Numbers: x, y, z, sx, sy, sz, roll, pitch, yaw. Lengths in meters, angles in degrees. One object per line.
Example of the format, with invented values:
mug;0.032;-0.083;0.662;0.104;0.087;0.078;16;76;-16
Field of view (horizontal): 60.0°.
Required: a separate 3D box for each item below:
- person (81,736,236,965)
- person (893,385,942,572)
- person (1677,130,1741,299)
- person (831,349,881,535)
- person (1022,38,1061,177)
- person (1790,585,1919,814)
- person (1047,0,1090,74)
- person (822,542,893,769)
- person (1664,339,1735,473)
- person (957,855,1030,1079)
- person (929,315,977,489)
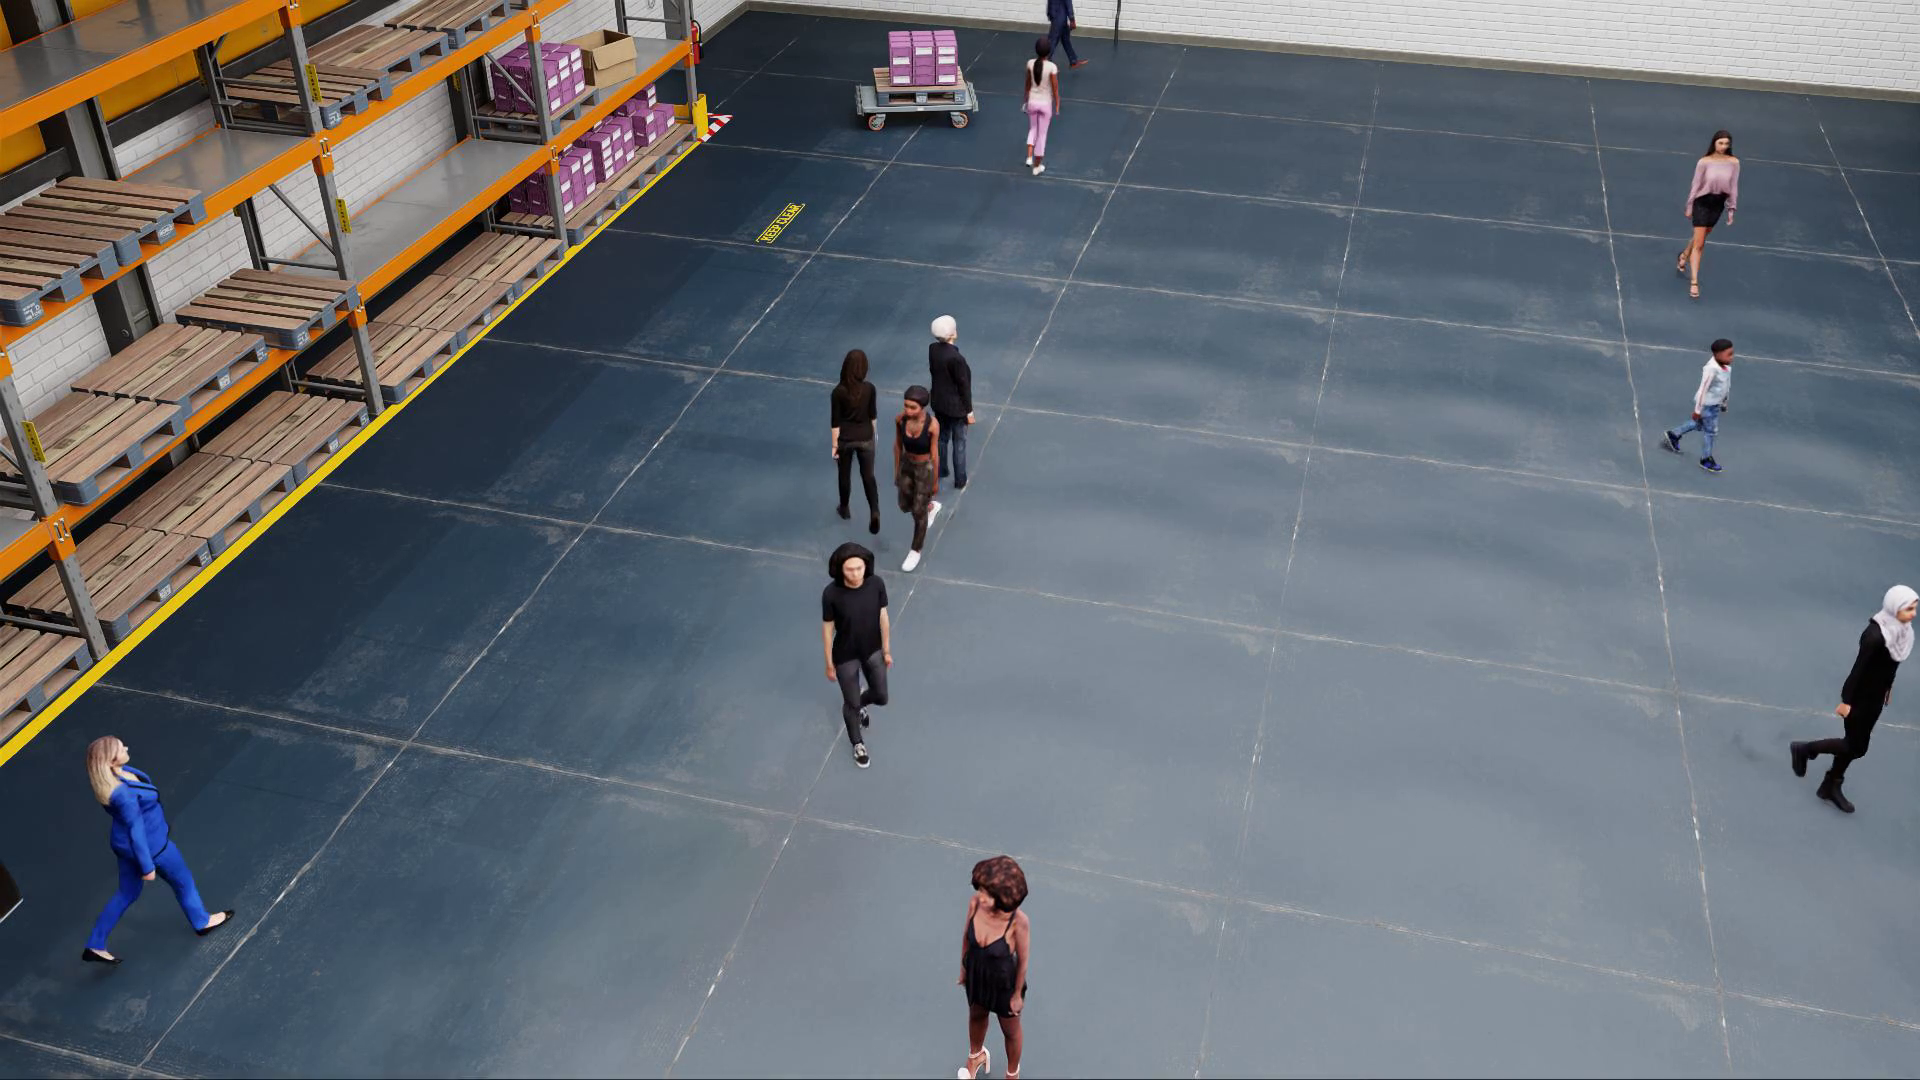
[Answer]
person;-4.995;1.890;9.938;1.206;1.672;1.014;-28;43;-36
person;-0.290;-0.577;13.646;0.703;1.674;0.969;17;37;23
person;8.112;-3.598;18.105;0.768;1.770;1.129;3;34;4
person;-0.846;-0.798;14.030;0.857;1.619;1.030;-10;35;-15
person;0.965;-5.406;20.862;0.665;1.730;0.689;15;36;21
person;5.981;1.019;11.159;0.855;1.770;0.909;-19;38;-27
person;1.354;-7.631;24.162;1.063;1.782;1.109;-8;35;-12
person;-0.733;0.721;11.560;0.845;1.823;0.912;-13;36;-18
person;6.756;-1.282;15.091;0.848;1.249;0.802;-29;43;-36
person;0.191;2.398;9.067;0.632;1.789;0.636;21;39;28
person;-0.032;-1.190;14.727;0.776;1.784;0.828;-23;40;-31
